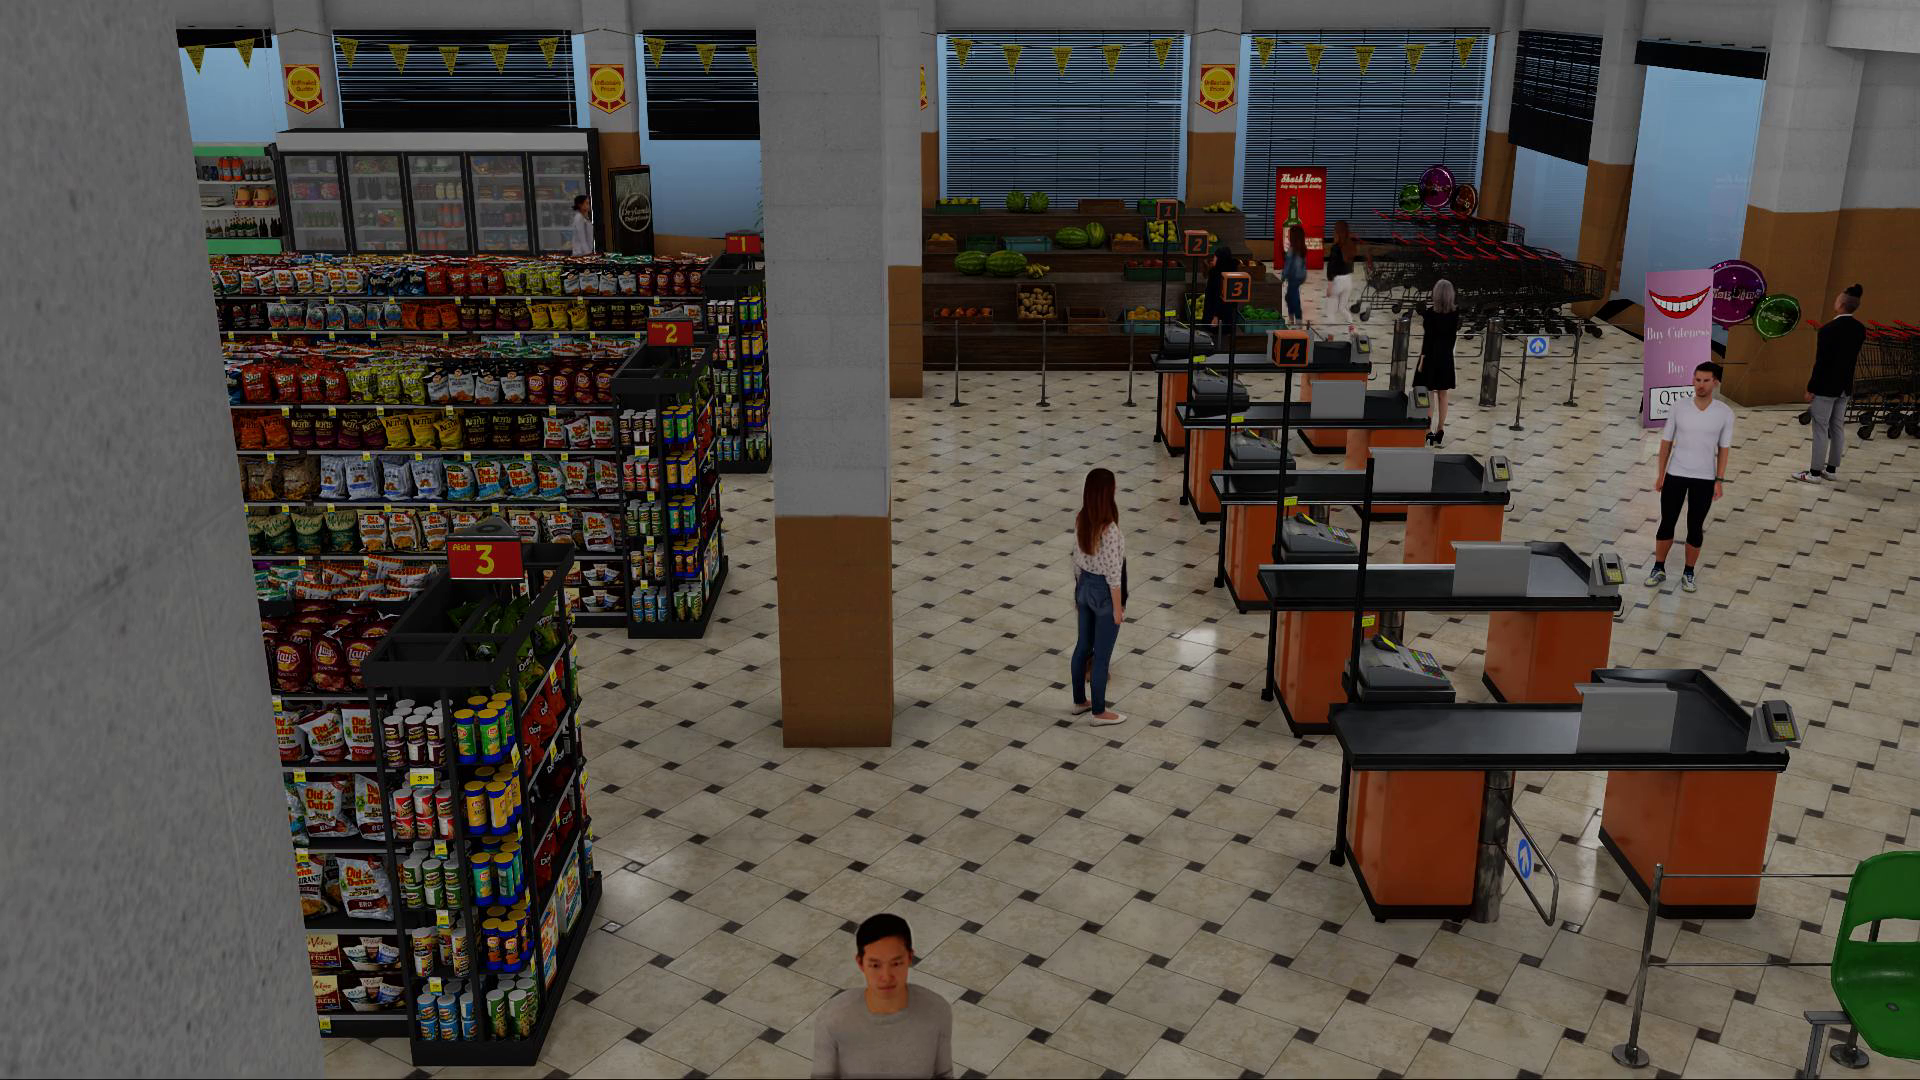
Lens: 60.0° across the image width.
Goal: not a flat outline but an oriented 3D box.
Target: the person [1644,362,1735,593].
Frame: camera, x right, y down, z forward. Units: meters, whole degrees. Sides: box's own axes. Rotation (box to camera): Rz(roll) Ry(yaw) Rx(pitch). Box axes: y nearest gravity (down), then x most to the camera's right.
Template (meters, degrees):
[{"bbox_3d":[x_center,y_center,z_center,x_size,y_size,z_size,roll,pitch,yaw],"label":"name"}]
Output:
[{"bbox_3d":[5.841,-0.520,13.289,0.681,1.851,0.807,10,21,27],"label":"person"}]

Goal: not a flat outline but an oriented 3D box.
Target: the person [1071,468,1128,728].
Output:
[{"bbox_3d":[0.897,0.360,10.871,0.657,1.728,0.653,-11,21,-29],"label":"person"}]

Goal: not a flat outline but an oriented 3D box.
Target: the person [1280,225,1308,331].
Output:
[{"bbox_3d":[4.720,-3.604,23.039,0.764,1.465,0.713,12,22,31],"label":"person"}]

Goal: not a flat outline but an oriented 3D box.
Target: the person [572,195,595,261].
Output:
[{"bbox_3d":[-5.571,-4.158,24.292,0.847,1.715,0.666,1,19,2],"label":"person"}]

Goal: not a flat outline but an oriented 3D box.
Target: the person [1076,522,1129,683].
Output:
[{"bbox_3d":[0.964,0.373,11.633,0.494,1.218,0.618,-4,19,-12],"label":"person"}]

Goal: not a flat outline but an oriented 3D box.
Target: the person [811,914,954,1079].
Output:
[{"bbox_3d":[-0.262,2.073,5.667,0.575,1.809,0.769,-5,19,-13],"label":"person"}]

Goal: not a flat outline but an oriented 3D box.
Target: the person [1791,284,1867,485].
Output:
[{"bbox_3d":[8.456,-1.516,16.090,0.694,1.950,0.848,-8,20,-22],"label":"person"}]

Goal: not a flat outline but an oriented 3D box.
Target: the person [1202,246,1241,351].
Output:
[{"bbox_3d":[3.157,-2.721,20.095,0.735,1.674,0.737,5,19,14],"label":"person"}]

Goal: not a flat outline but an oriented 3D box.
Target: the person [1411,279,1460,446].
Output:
[{"bbox_3d":[4.999,-1.870,17.459,0.630,1.746,0.746,-8,20,-22],"label":"person"}]

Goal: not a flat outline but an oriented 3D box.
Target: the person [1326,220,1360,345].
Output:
[{"bbox_3d":[5.076,-3.360,21.965,0.850,1.690,0.887,-14,23,-35],"label":"person"}]
